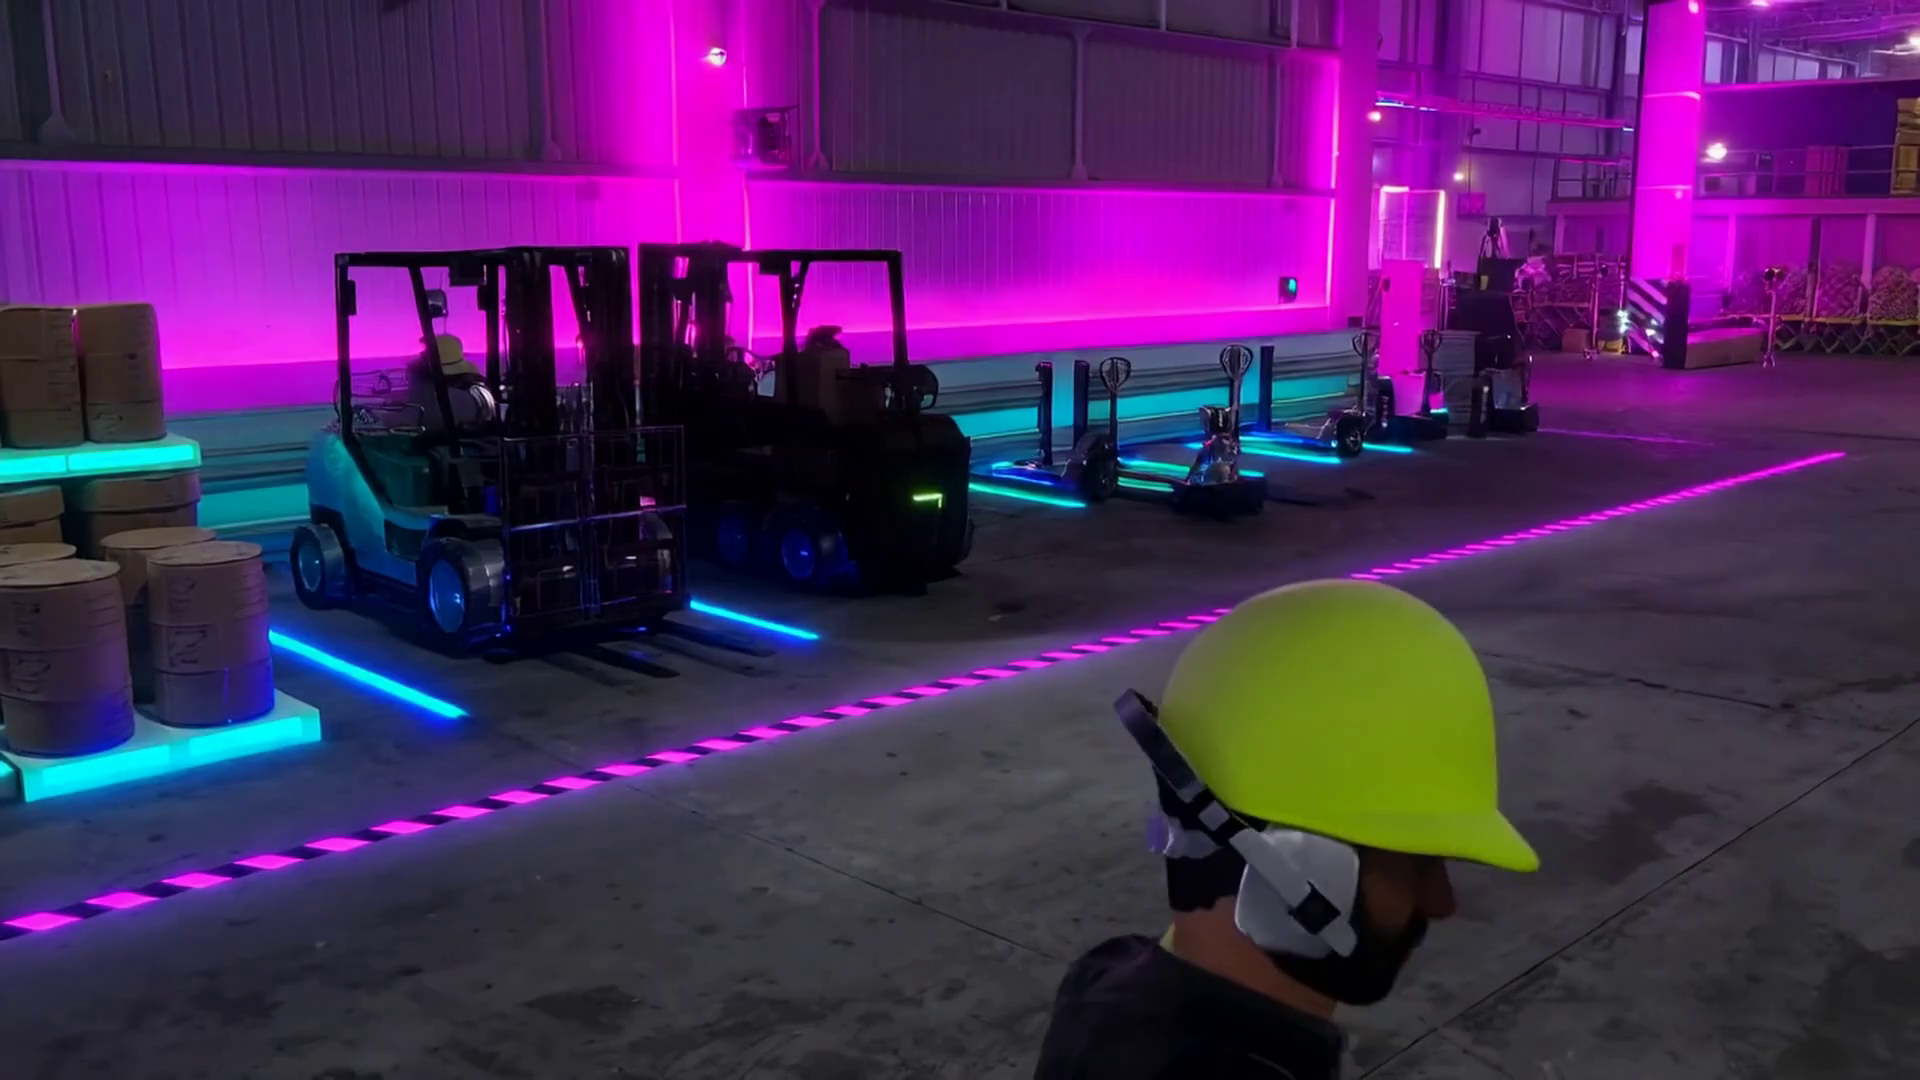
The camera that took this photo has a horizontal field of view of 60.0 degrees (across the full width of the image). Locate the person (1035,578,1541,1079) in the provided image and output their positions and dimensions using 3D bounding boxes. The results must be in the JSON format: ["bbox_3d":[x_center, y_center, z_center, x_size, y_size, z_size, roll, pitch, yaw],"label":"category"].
[{"bbox_3d":[0.237,1.010,1.388,0.397,1.984,0.608,-2,11,-9],"label":"person"}]

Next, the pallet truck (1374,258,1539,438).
[{"bbox_3d":[5.704,-2.208,18.901,1.885,1.965,0.823,10,14,43],"label":"pallet truck"}]

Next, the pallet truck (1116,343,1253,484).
[{"bbox_3d":[1.962,-1.215,15.415,1.522,1.261,0.704,10,14,43],"label":"pallet truck"}]

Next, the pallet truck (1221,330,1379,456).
[{"bbox_3d":[3.563,-1.581,17.381,0.653,1.274,1.630,-10,14,-44],"label":"pallet truck"}]

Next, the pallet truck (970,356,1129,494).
[{"bbox_3d":[0.784,-1.085,14.876,0.680,1.201,1.601,-10,14,-44],"label":"pallet truck"}]

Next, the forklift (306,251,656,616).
[{"bbox_3d":[-2.833,-0.669,9.694,1.157,1.987,2.680,-10,14,-44],"label":"forklift"}]

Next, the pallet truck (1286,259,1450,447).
[{"bbox_3d":[4.493,-2.078,18.196,0.823,1.965,1.885,-9,14,-40],"label":"pallet truck"}]

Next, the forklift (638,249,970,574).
[{"bbox_3d":[-1.173,-0.958,11.239,2.680,1.987,1.157,10,14,43],"label":"forklift"}]
